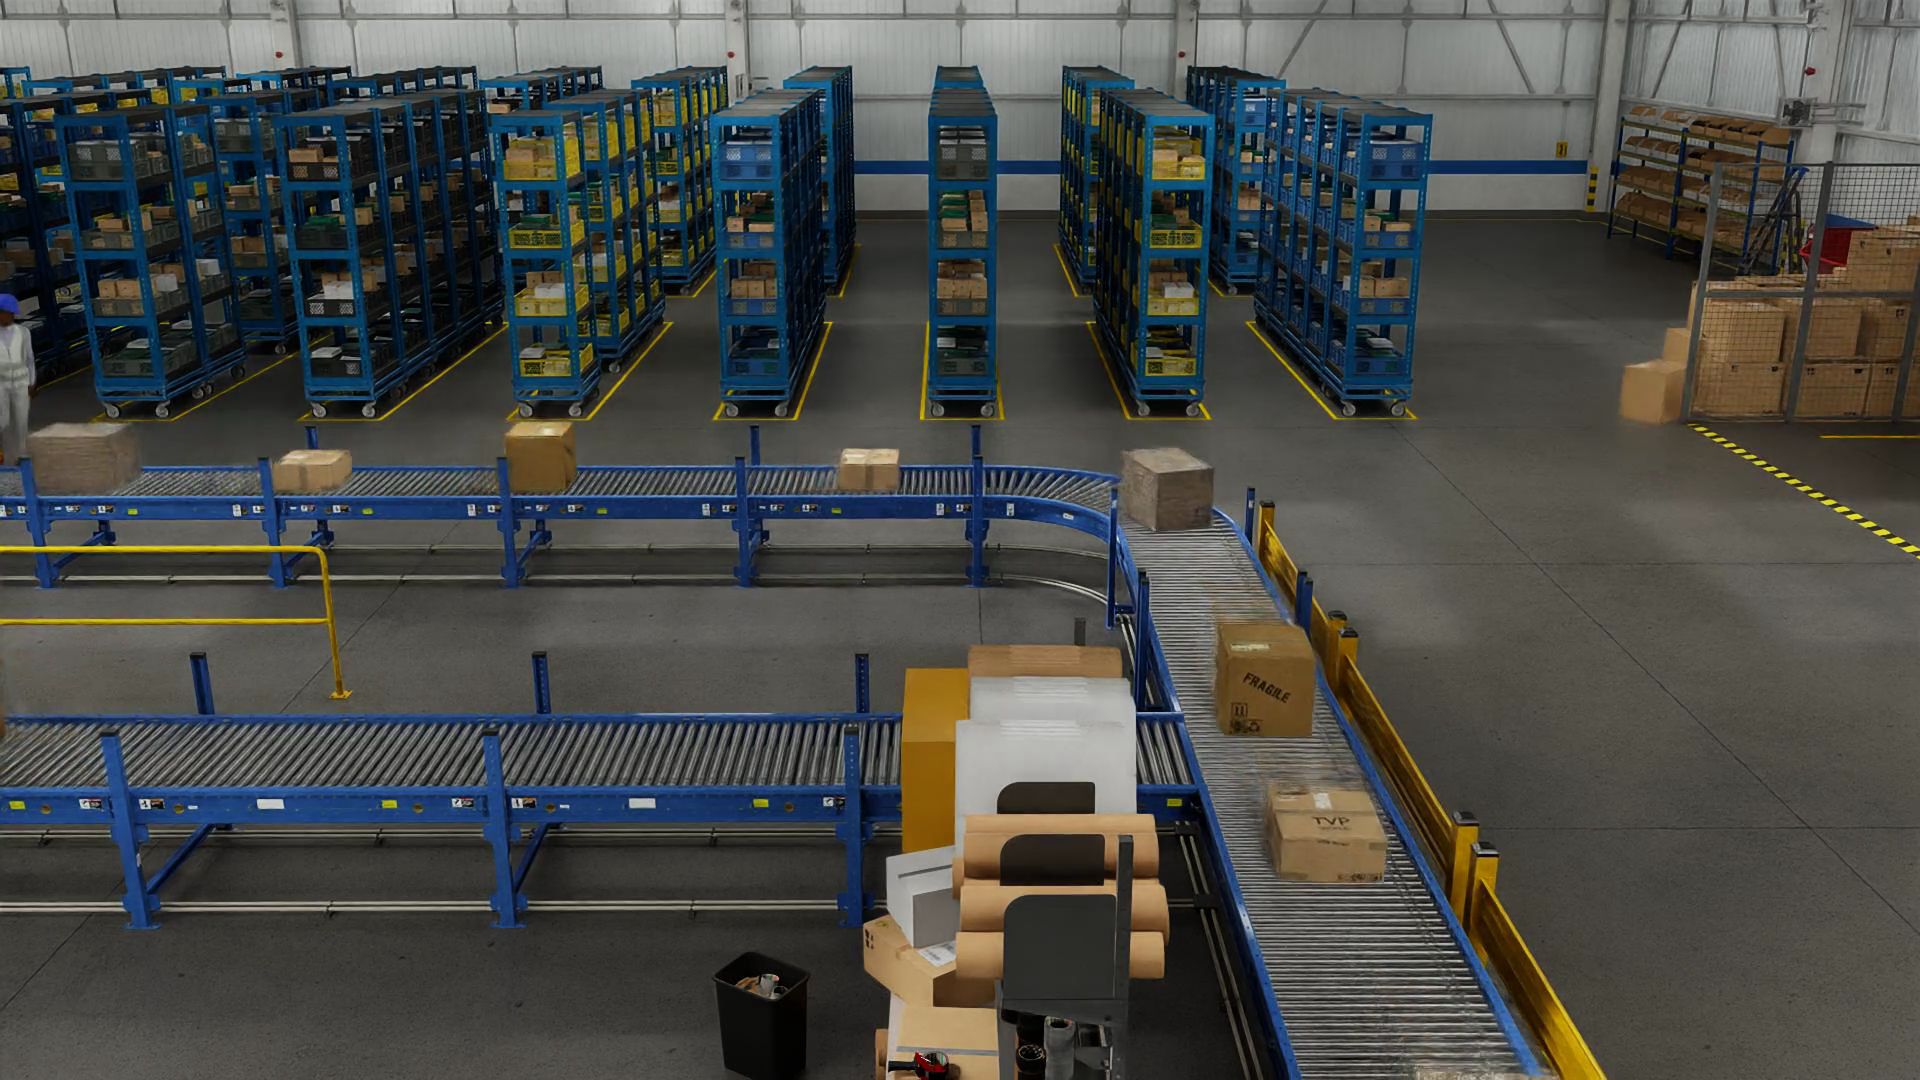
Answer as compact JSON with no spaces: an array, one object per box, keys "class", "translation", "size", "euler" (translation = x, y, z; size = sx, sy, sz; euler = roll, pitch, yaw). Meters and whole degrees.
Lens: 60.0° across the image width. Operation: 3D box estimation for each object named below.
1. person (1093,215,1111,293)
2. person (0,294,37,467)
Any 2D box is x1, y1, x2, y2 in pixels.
[{"class":"person","translation":[2.351,-4.499,26.524],"size":[0.561,1.838,0.381],"euler":[13,22,34]},{"class":"person","translation":[-10.117,-1.662,17.652],"size":[0.537,1.917,0.632],"euler":[14,23,38]}]
